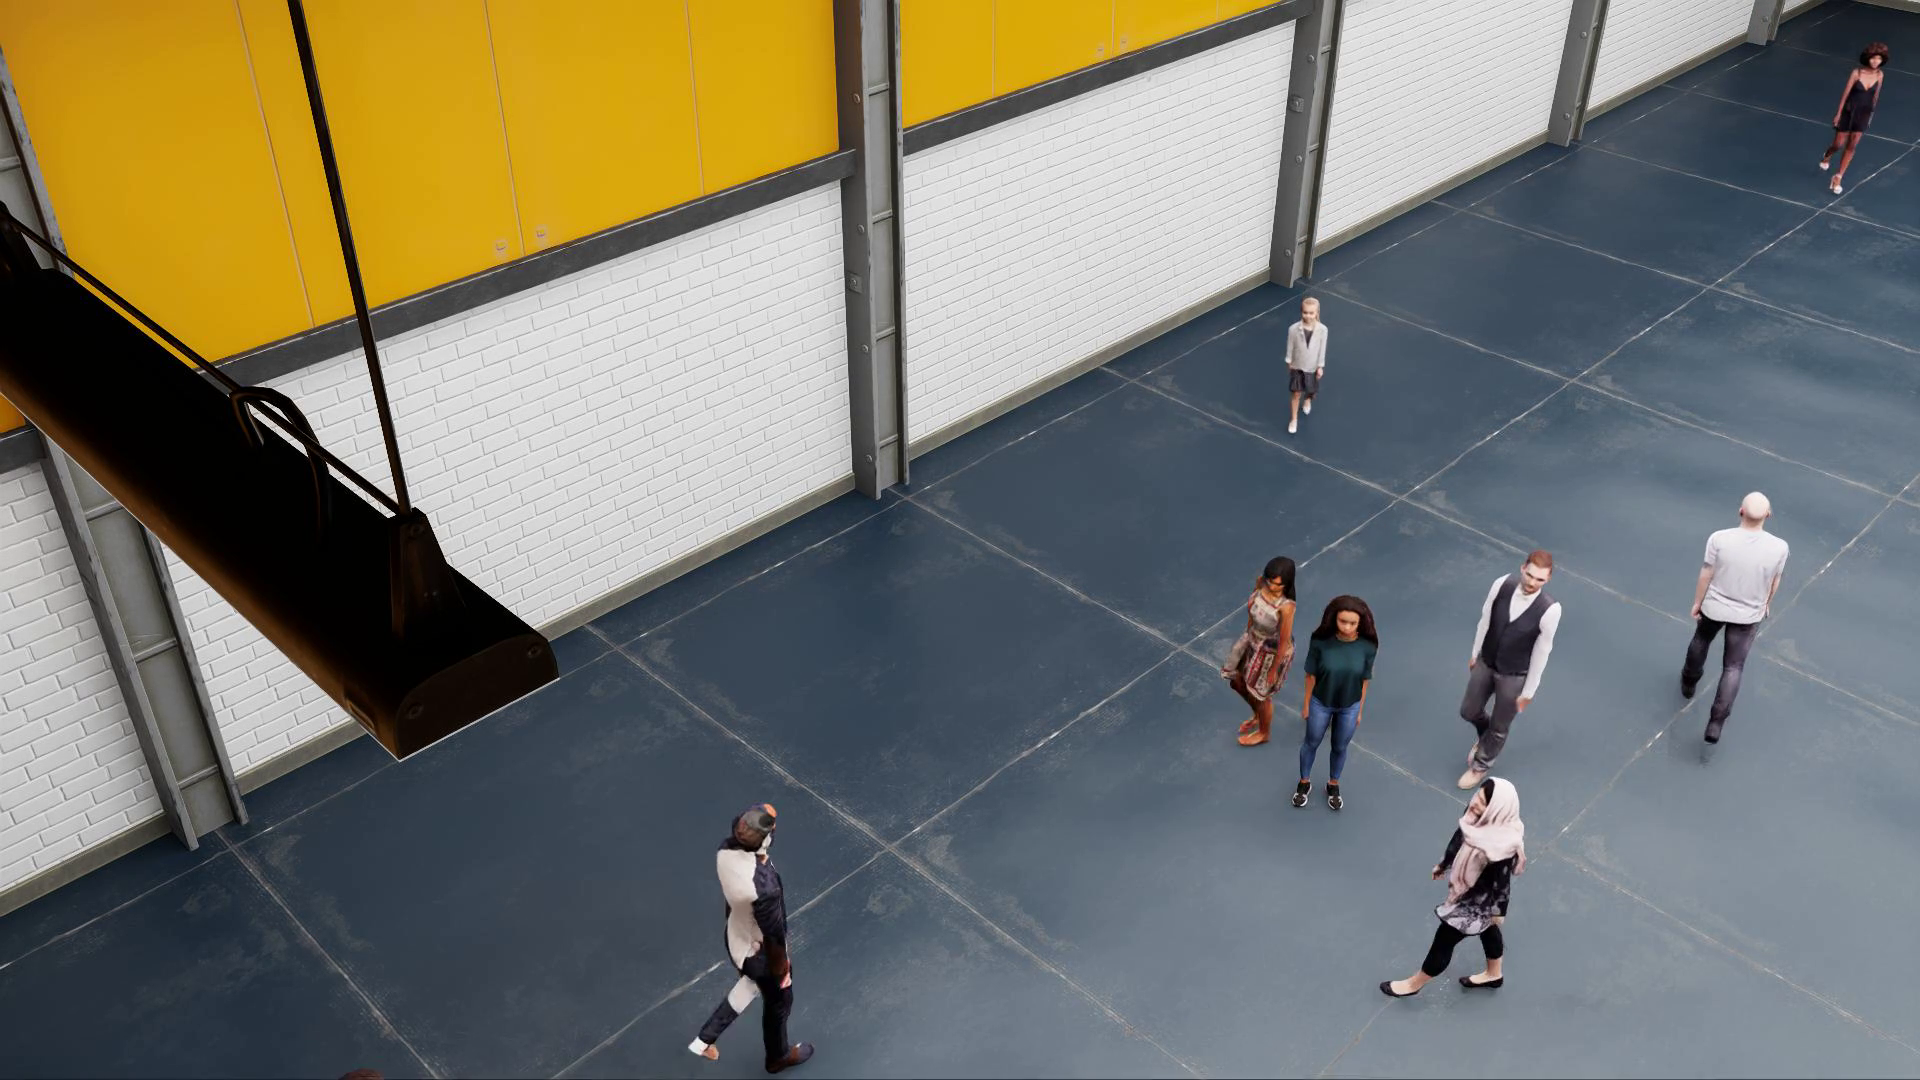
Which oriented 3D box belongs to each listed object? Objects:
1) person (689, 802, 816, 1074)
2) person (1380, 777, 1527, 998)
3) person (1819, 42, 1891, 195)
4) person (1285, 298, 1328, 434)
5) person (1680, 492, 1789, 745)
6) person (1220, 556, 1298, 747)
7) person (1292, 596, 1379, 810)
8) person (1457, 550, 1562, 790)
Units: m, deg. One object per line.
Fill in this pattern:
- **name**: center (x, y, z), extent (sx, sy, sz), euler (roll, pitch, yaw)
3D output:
- **person**: center (-1.135, 2.176, 8.750), extent (0.986, 1.878, 0.817), euler (-19, 38, -26)
- **person**: center (2.987, 1.962, 9.319), extent (1.066, 1.605, 0.999), euler (0, 34, 0)
- **person**: center (10.526, -5.005, 19.644), extent (0.819, 1.777, 0.901), euler (3, 34, 5)
- **person**: center (3.116, -1.606, 14.992), extent (0.694, 1.266, 0.784), euler (7, 34, 10)
- **person**: center (5.226, 0.535, 11.277), extent (0.943, 1.813, 1.267), euler (15, 36, 21)
- **person**: center (2.127, 0.737, 11.153), extent (0.783, 1.614, 0.755), euler (-11, 35, -16)
- **person**: center (2.409, 1.037, 10.698), extent (0.715, 1.617, 0.761), euler (5, 34, 7)
- **person**: center (3.596, 0.799, 10.781), extent (0.711, 1.922, 0.708), euler (-24, 40, -31)
